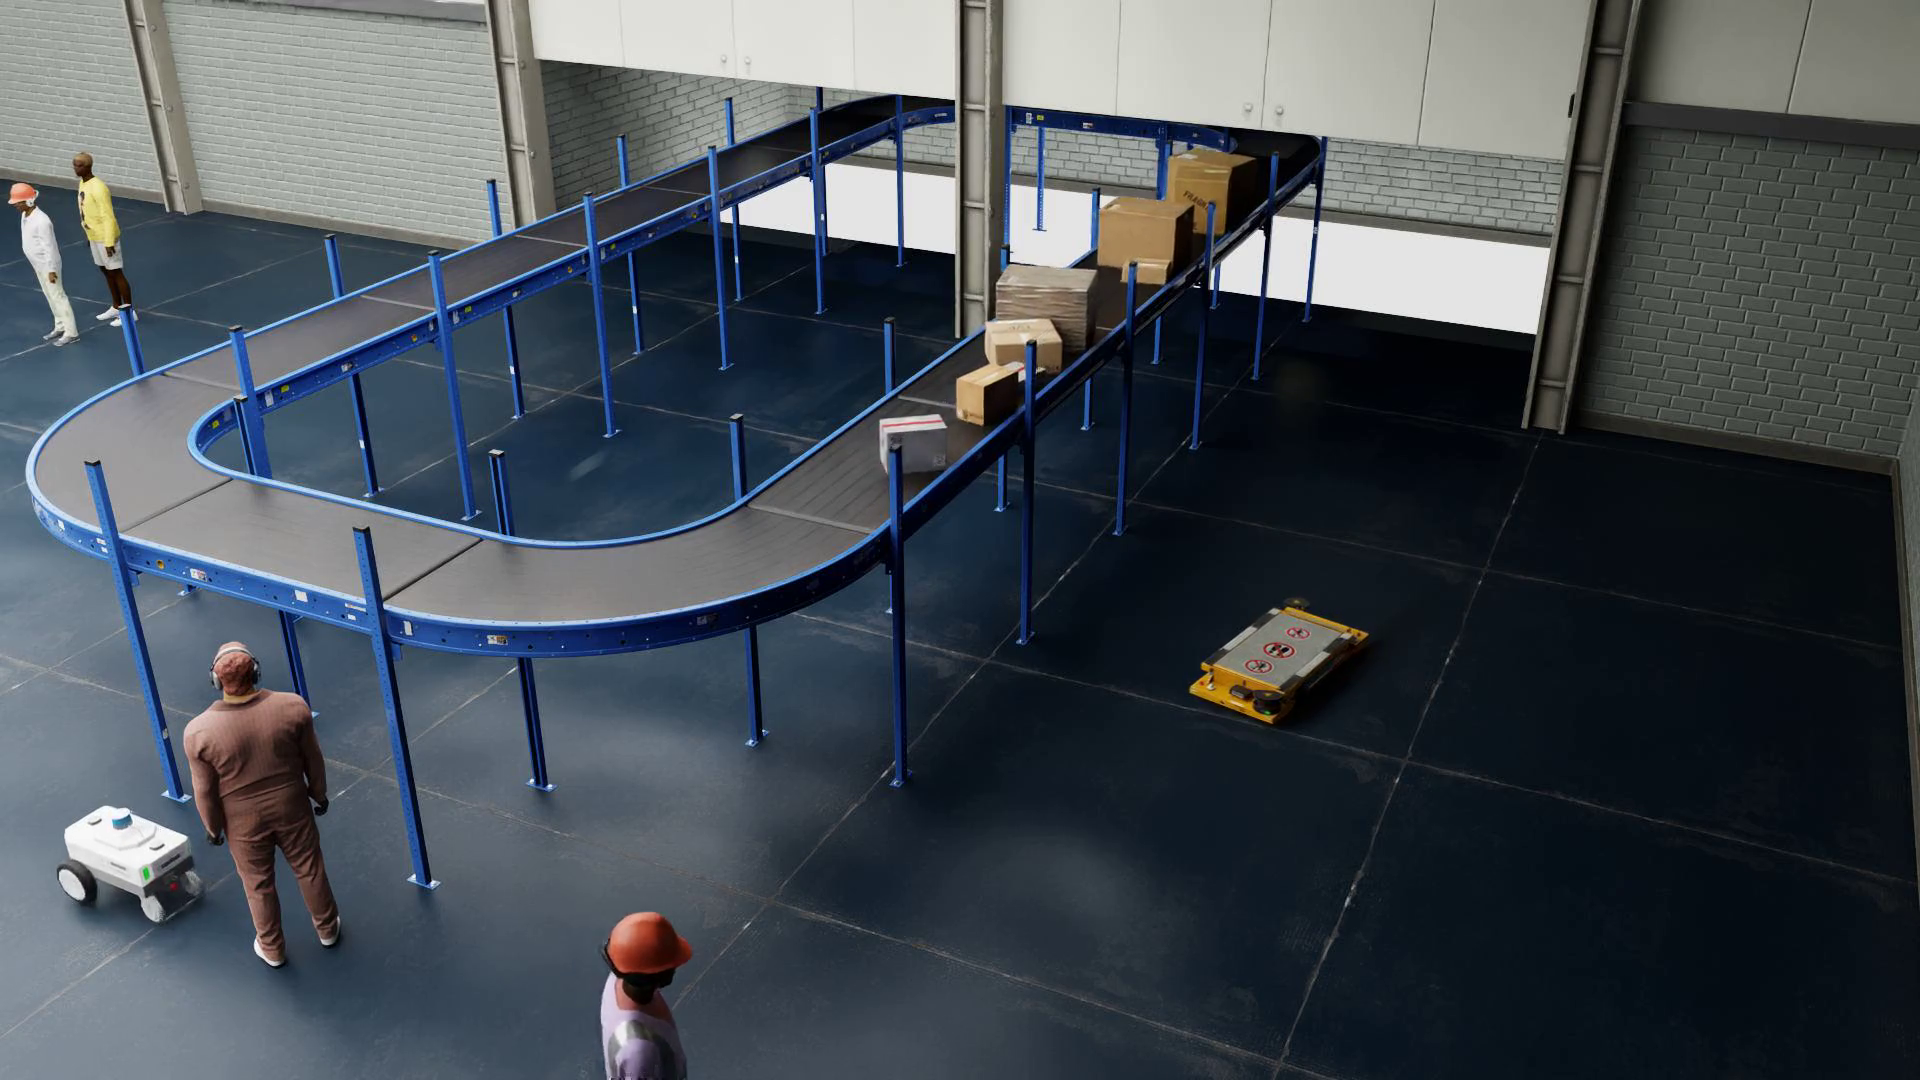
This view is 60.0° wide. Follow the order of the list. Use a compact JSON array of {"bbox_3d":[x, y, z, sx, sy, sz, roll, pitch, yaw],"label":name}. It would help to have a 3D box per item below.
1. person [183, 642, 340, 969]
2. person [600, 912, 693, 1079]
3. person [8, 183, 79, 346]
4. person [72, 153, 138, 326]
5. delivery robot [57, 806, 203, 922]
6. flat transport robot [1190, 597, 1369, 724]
[{"bbox_3d":[-3.686,1.400,8.816,0.646,1.906,0.404,-16,31,-29],"label":"person"},{"bbox_3d":[-1.273,2.345,6.780,0.737,2.024,0.626,-6,27,-12],"label":"person"},{"bbox_3d":[-9.803,-2.952,17.765,0.561,1.743,0.349,23,35,39],"label":"person"},{"bbox_3d":[-9.461,-3.322,18.338,0.555,1.898,0.371,22,34,37],"label":"person"},{"bbox_3d":[-4.763,1.812,9.525,0.803,0.614,0.499,13,29,24],"label":"delivery robot"},{"bbox_3d":[2.283,0.838,11.787,0.659,0.231,1.431,19,32,34],"label":"flat transport robot"}]
